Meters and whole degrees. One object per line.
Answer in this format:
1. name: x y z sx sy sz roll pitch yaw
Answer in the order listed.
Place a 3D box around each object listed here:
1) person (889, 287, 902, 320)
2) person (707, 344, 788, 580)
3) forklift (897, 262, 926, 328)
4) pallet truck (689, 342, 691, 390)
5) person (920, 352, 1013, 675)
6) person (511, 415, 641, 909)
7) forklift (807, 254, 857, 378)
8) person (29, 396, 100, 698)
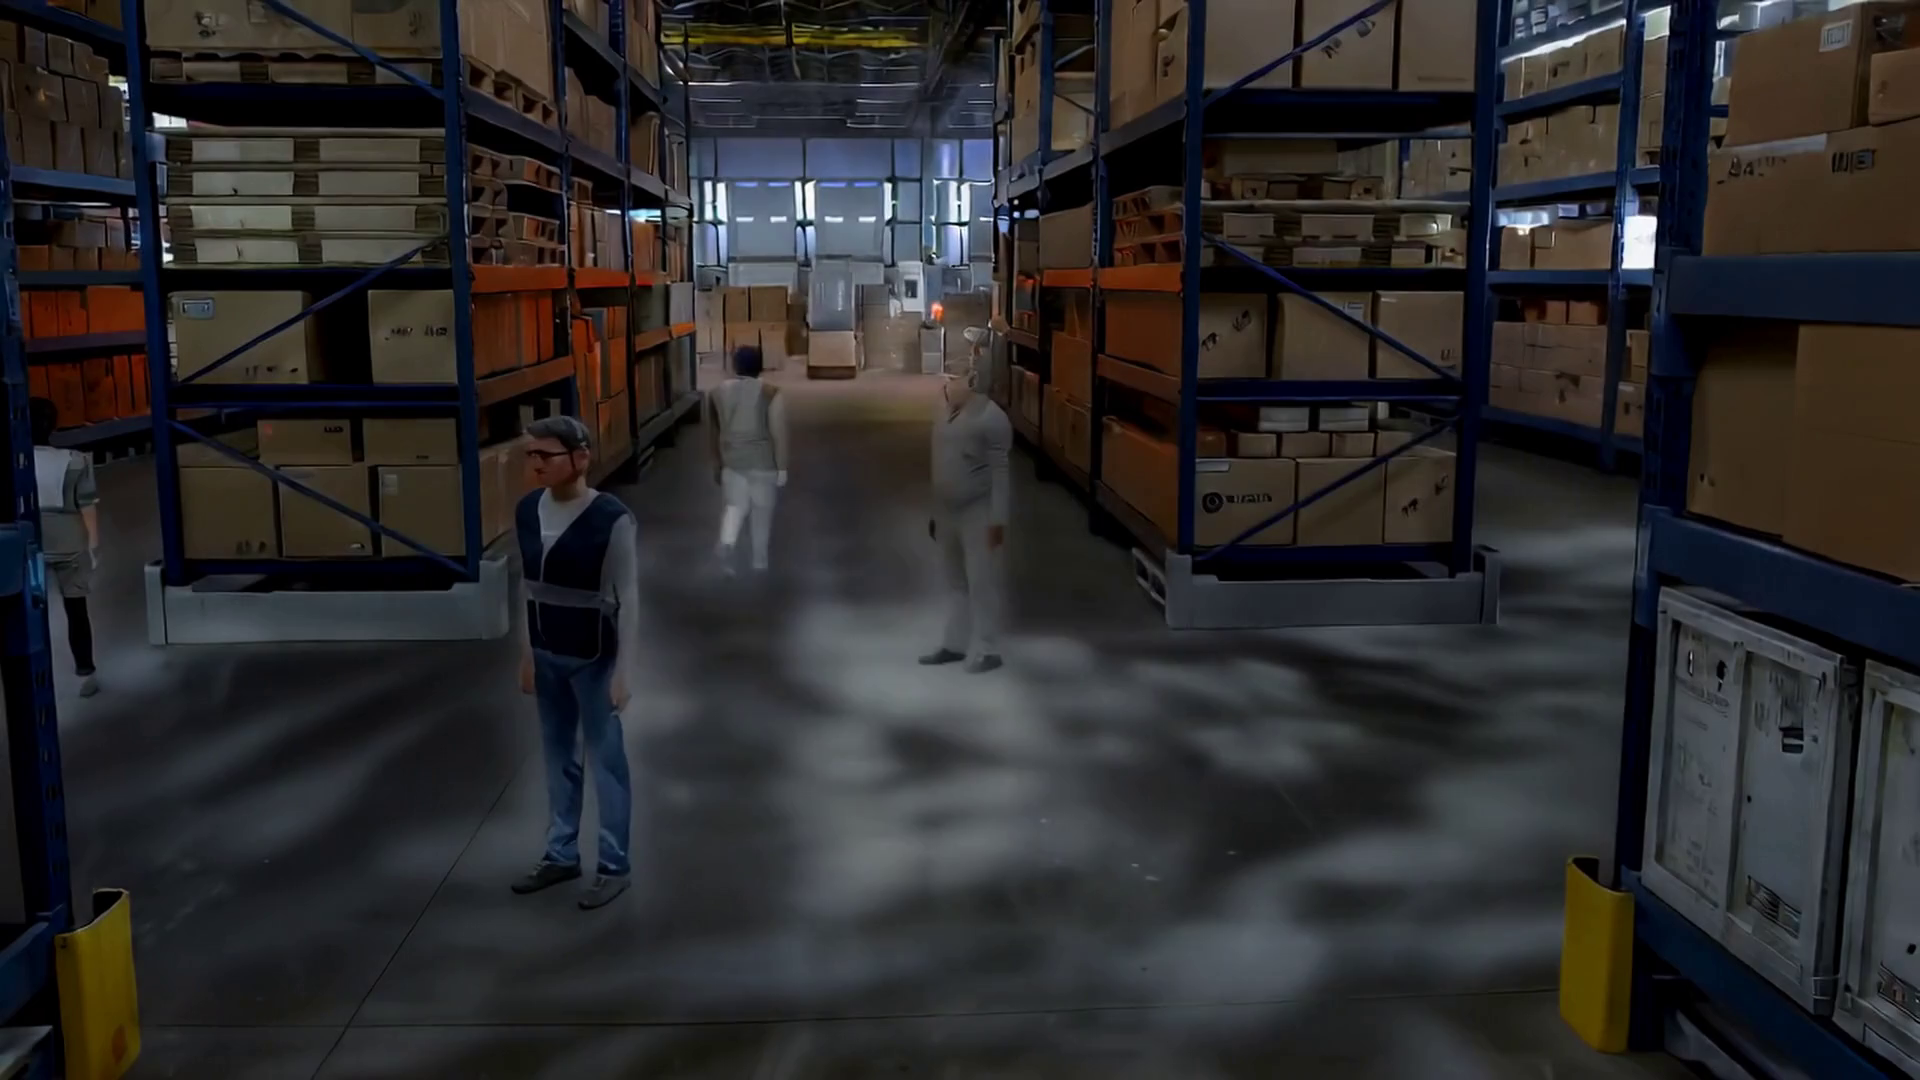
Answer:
1. person: -2.310 -7.829 57.974 0.636 1.931 0.377 3 10 20
2. person: -1.628 -0.584 12.778 0.622 1.832 0.545 3 9 15
3. forklift: -1.780 -8.547 59.499 1.129 2.768 1.873 -1 9 -4
4. pallet truck: -5.225 -3.008 27.480 1.885 1.965 0.823 2 9 14
5. person: 0.018 -0.161 9.897 0.403 1.905 0.651 -7 12 -38
6. person: -1.429 0.447 6.259 0.564 1.847 0.395 6 11 32
7. forklift: -2.942 -5.145 38.138 1.129 2.768 1.873 -1 9 -4
8. person: -5.051 0.052 9.223 0.530 1.692 0.320 -5 10 -28
